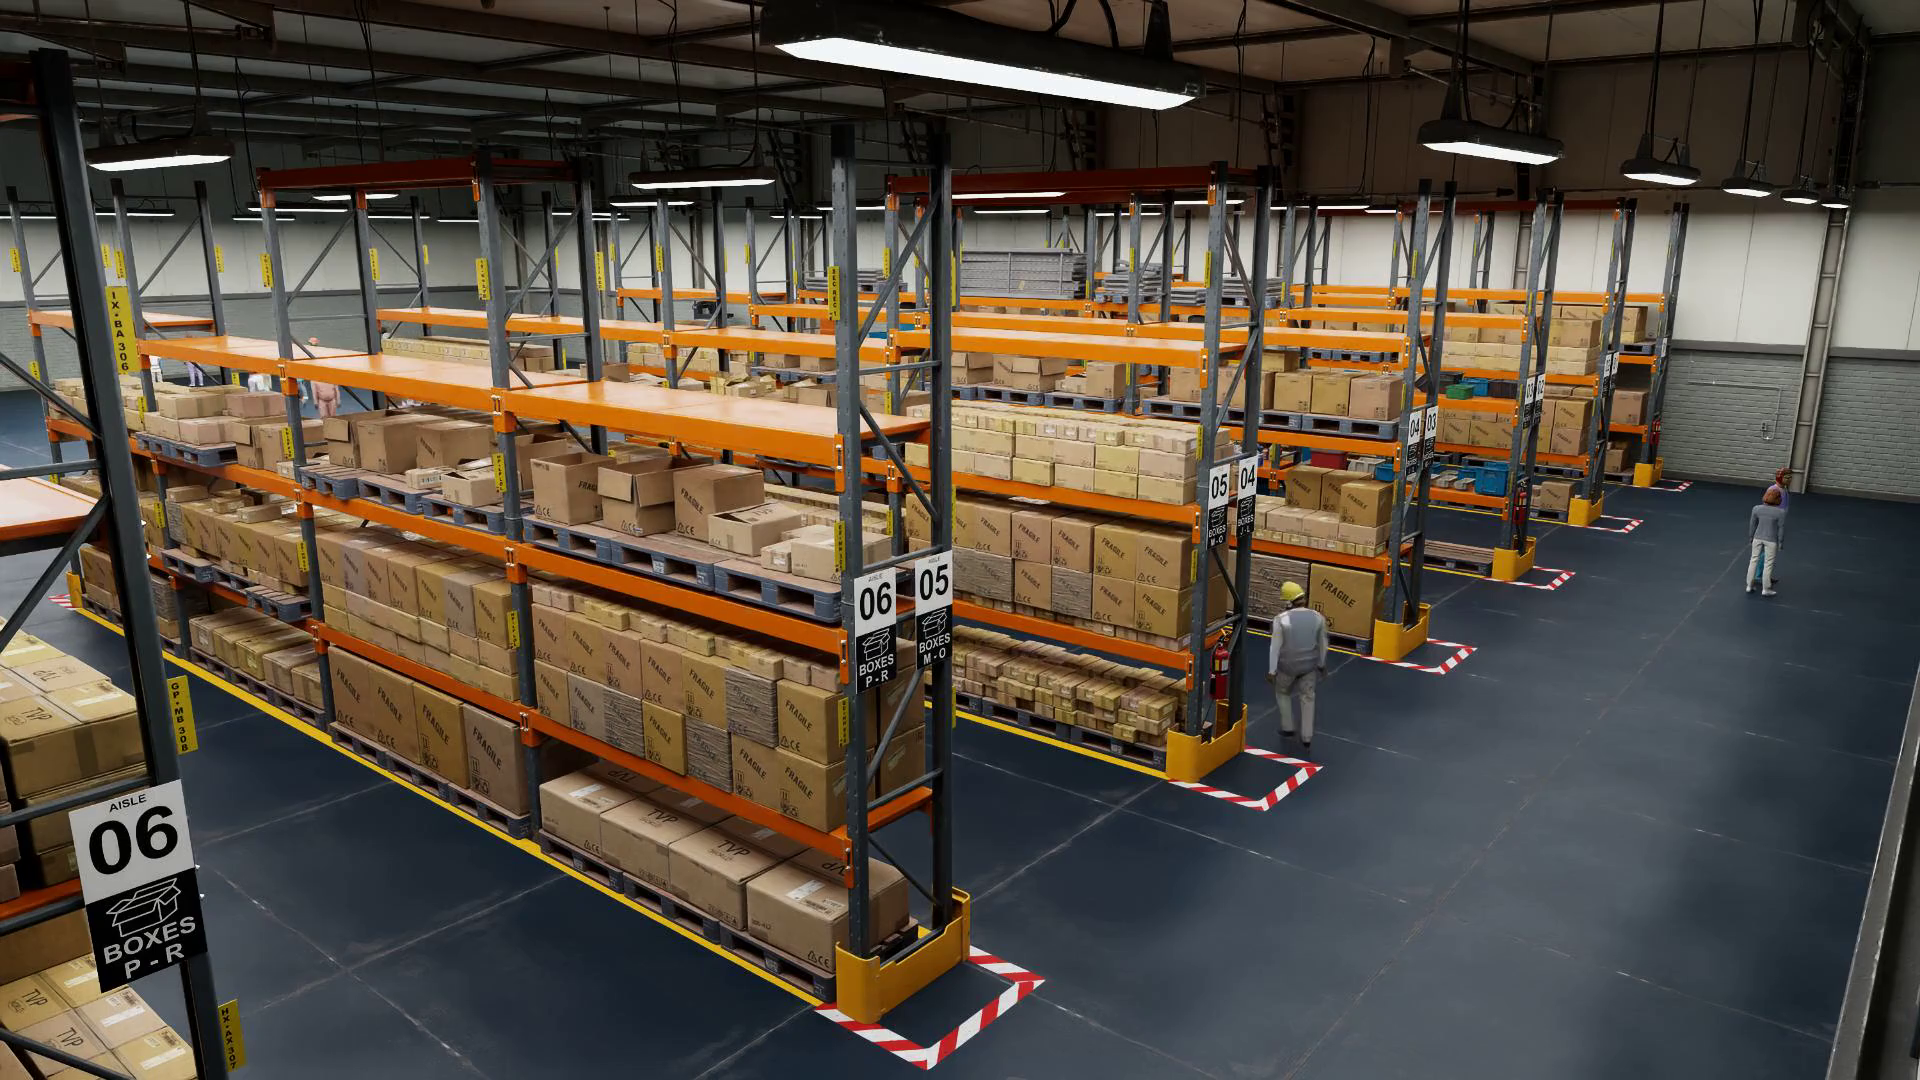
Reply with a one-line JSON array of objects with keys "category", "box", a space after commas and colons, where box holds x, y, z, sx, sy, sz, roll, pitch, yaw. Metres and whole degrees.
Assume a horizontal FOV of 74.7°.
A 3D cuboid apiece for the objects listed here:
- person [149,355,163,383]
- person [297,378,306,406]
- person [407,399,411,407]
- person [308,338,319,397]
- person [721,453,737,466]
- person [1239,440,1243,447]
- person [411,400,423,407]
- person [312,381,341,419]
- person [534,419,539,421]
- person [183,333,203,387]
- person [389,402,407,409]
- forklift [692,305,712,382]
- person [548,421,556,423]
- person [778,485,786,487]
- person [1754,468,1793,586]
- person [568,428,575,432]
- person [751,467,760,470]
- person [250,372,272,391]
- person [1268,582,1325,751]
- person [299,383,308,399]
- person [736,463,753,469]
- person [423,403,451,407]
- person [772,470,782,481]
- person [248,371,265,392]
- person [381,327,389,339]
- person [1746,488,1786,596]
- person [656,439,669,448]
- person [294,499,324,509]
[{"category": "person", "box": [-27.222, -5.676, 42.561, 0.307, 1.639, 0.525, 12, 18, 40]}, {"category": "person", "box": [-21.028, -5.053, 39.917, 0.718, 1.673, 0.537, 7, 15, 27]}, {"category": "person", "box": [-16.342, -4.479, 37.691, 0.634, 1.622, 0.522, 2, 14, 7]}, {"category": "person", "box": [-21.664, -5.799, 42.343, 0.608, 1.987, 0.391, 5, 15, 21]}, {"category": "person", "box": [-4.186, -0.818, 22.670, 0.754, 1.592, 0.528, 11, 17, 38]}, {"category": "person", "box": [5.809, -1.579, 25.584, 0.320, 1.698, 0.531, 7, 15, 26]}, {"category": "person", "box": [-14.333, -3.564, 33.370, 0.594, 1.890, 0.907, 8, 16, 29]}, {"category": "person", "box": [-17.061, -3.718, 33.987, 0.665, 1.884, 0.597, -10, 17, -35]}, {"category": "person", "box": [-11.887, -4.076, 35.642, 0.516, 1.799, 0.949, -2, 14, -10]}, {"category": "person", "box": [-27.614, -6.475, 45.291, 0.407, 1.906, 0.655, 9, 16, 32]}, {"category": "person", "box": [-13.210, -2.597, 29.402, 0.659, 1.871, 0.607, -4, 14, -17]}, {"category": "forklift", "box": [-9.511, -7.392, 47.124, 1.873, 2.768, 1.129, 11, 17, 38]}, {"category": "person", "box": [-8.943, -2.366, 28.201, 0.375, 1.997, 0.610, 6, 15, 25]}, {"category": "person", "box": [-2.571, 0.092, 18.450, 1.003, 1.831, 0.599, 10, 17, 36]}, {"category": "person", "box": [12.711, -0.227, 19.712, 0.565, 1.847, 0.396, -12, 18, -41]}, {"category": "person", "box": [-7.192, -1.147, 23.417, 0.646, 1.898, 1.000, -9, 16, -33]}, {"category": "person", "box": [-3.331, -0.375, 20.718, 0.544, 1.647, 0.865, -8, 16, -30]}, {"category": "person", "box": [-20.951, -4.635, 37.759, 0.560, 1.896, 0.986, -8, 16, -29]}, {"category": "person", "box": [3.586, 1.327, 13.434, 0.693, 1.784, 0.654, -3, 14, -11]}, {"category": "person", "box": [-21.919, -5.469, 41.765, 0.340, 1.618, 0.521, -7, 15, -26]}, {"category": "person", "box": [-5.009, -2.375, 28.384, 0.494, 1.925, 0.657, 10, 17, 36]}, {"category": "person", "box": [-12.378, -2.753, 29.997, 0.682, 1.904, 0.398, -10, 17, -35]}, {"category": "person", "box": [-3.688, -1.721, 25.907, 0.846, 1.833, 0.509, 10, 17, 37]}, {"category": "person", "box": [-19.350, -3.919, 34.747, 0.856, 1.922, 0.623, 2, 14, 9]}, {"category": "person", "box": [-22.647, -7.440, 49.435, 0.672, 1.821, 0.666, -1, 14, -4]}, {"category": "person", "box": [12.257, 0.019, 19.143, 0.279, 1.634, 0.498, -8, 16, -30]}, {"category": "person", "box": [-5.338, -0.997, 22.827, 0.614, 1.869, 1.004, -11, 17, -38]}, {"category": "person", "box": [-12.310, -1.110, 23.664, 0.921, 1.691, 0.501, 0, 14, 2]}]
